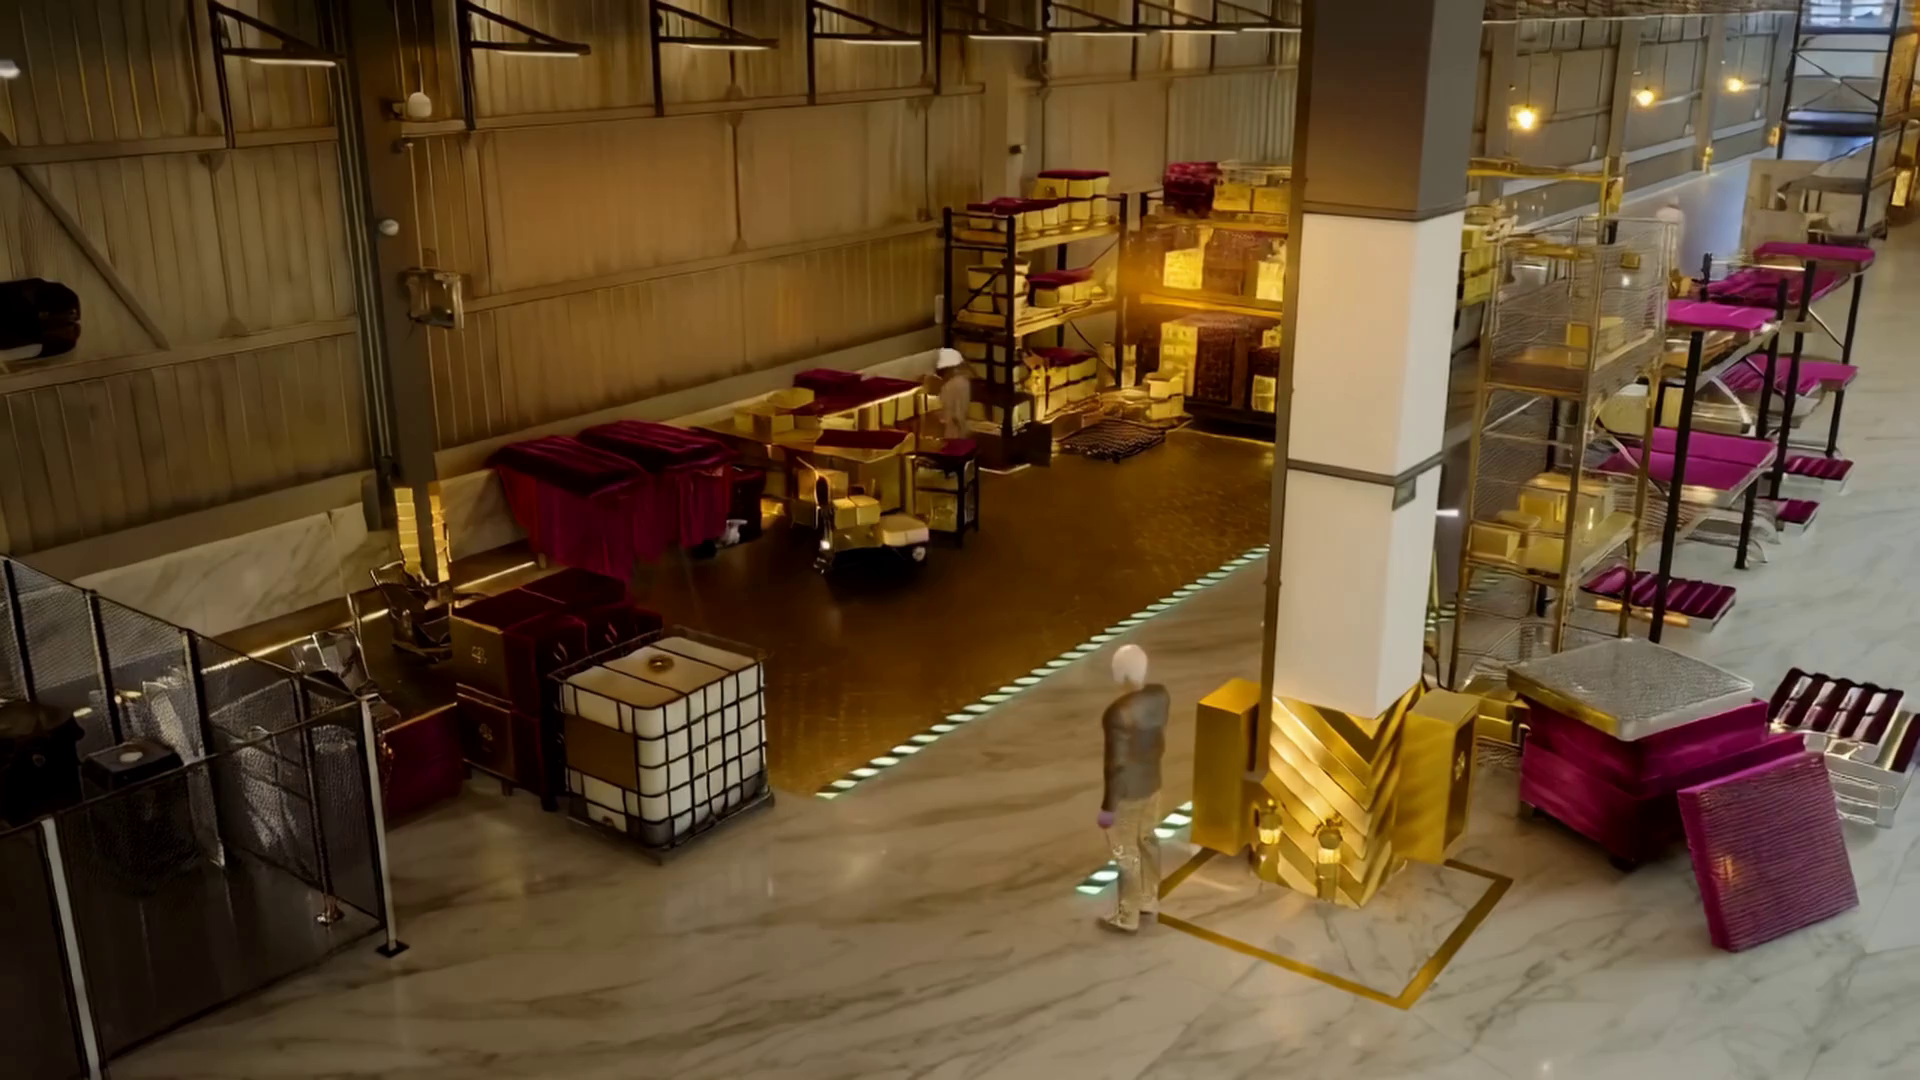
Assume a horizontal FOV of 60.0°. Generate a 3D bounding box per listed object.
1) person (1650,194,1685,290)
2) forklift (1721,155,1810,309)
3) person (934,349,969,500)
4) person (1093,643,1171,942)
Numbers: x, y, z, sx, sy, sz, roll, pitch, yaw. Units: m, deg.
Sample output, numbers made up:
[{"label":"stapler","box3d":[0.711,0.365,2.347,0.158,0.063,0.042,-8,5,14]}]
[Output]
[{"label":"person","box3d":[14.238,-6.003,33.546,0.936,1.908,0.641,-16,24,-40]},{"label":"forklift","box3d":[15.372,-5.853,31.532,1.129,2.768,1.873,13,22,34]},{"label":"person","box3d":[-0.100,-1.222,18.873,0.389,1.921,0.558,10,20,27]},{"label":"person","box3d":[1.065,1.560,10.340,0.351,1.934,0.635,13,22,34]}]
